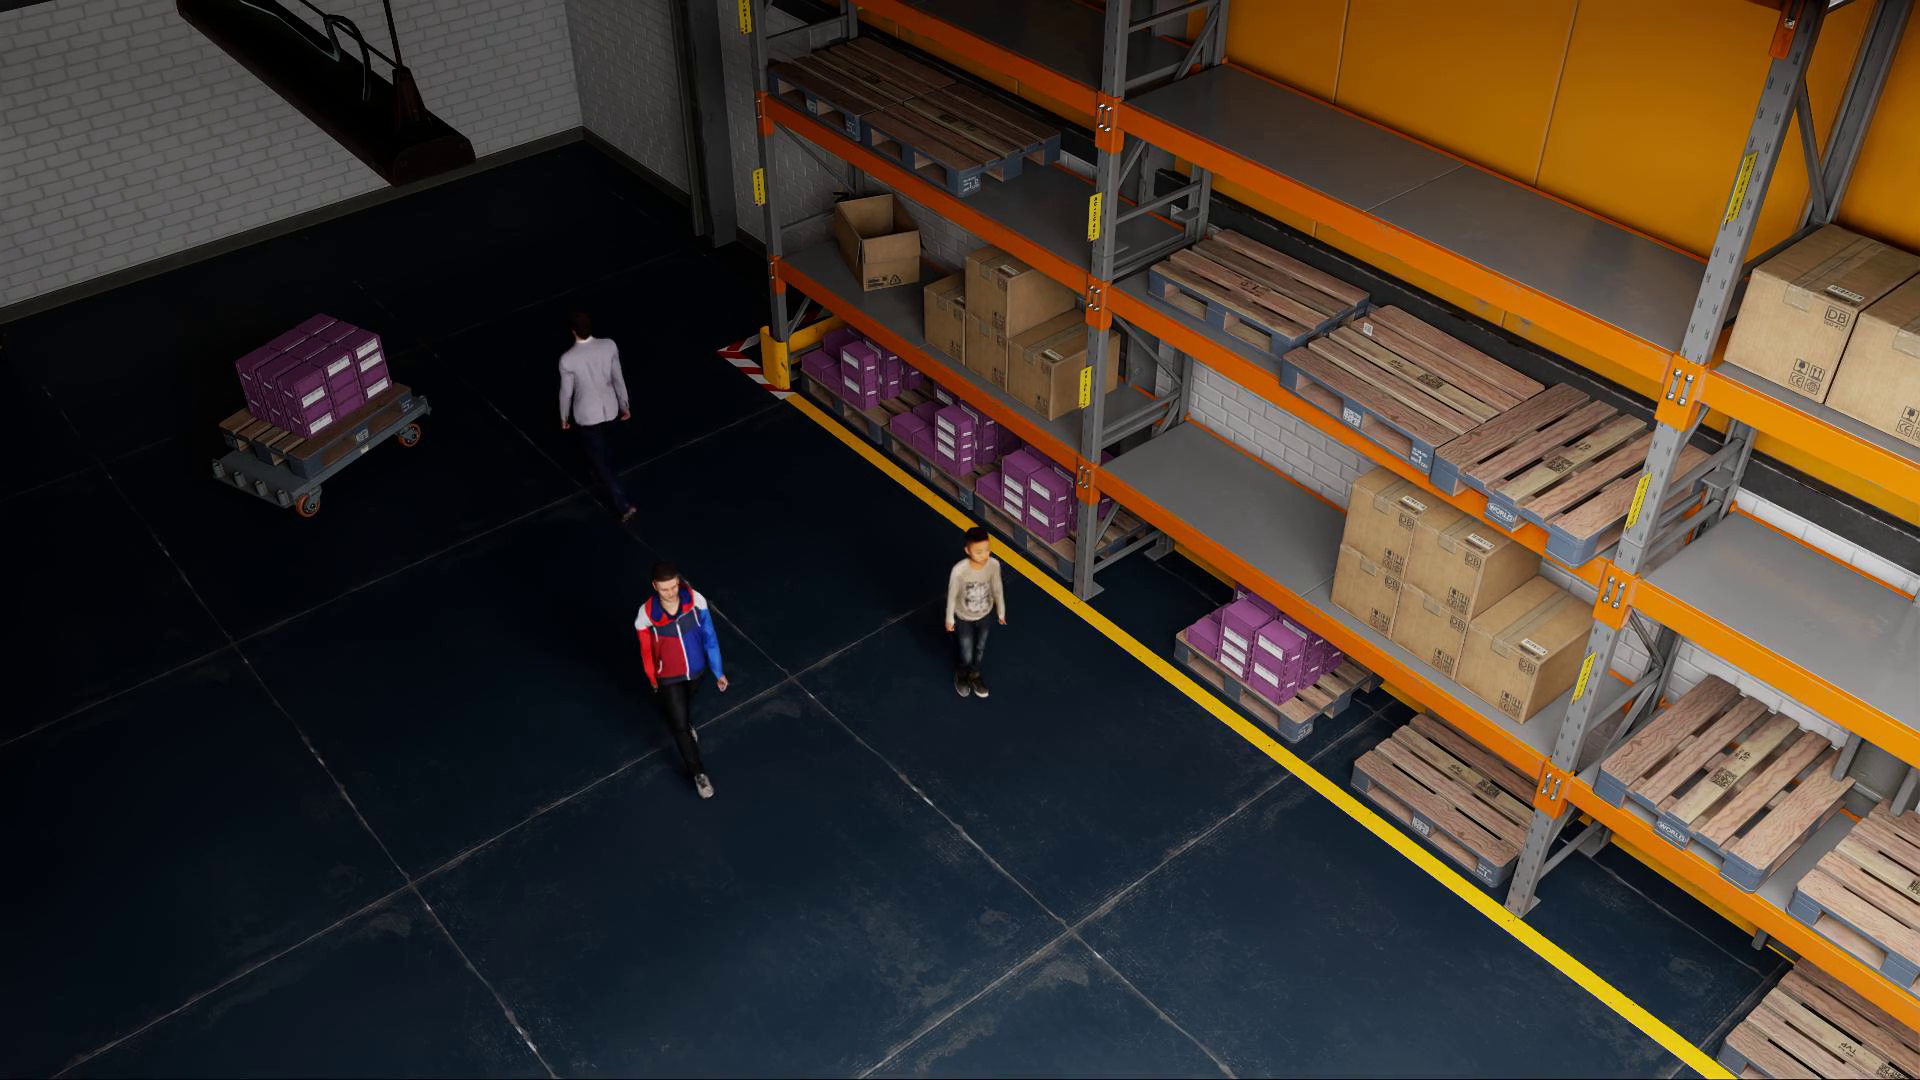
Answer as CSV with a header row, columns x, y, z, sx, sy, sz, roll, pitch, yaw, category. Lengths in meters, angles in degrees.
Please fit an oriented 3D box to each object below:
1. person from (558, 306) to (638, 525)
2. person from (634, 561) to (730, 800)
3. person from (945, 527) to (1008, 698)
x,y,z,sx,sy,sz,roll,pitch,yaw,category
-2.849,-0.971,13.234,0.685,1.815,1.162,-28,46,-30,person
-1.893,0.800,11.101,0.781,1.711,1.180,-21,43,-24,person
0.061,0.476,11.710,0.626,1.456,0.605,-17,42,-20,person
